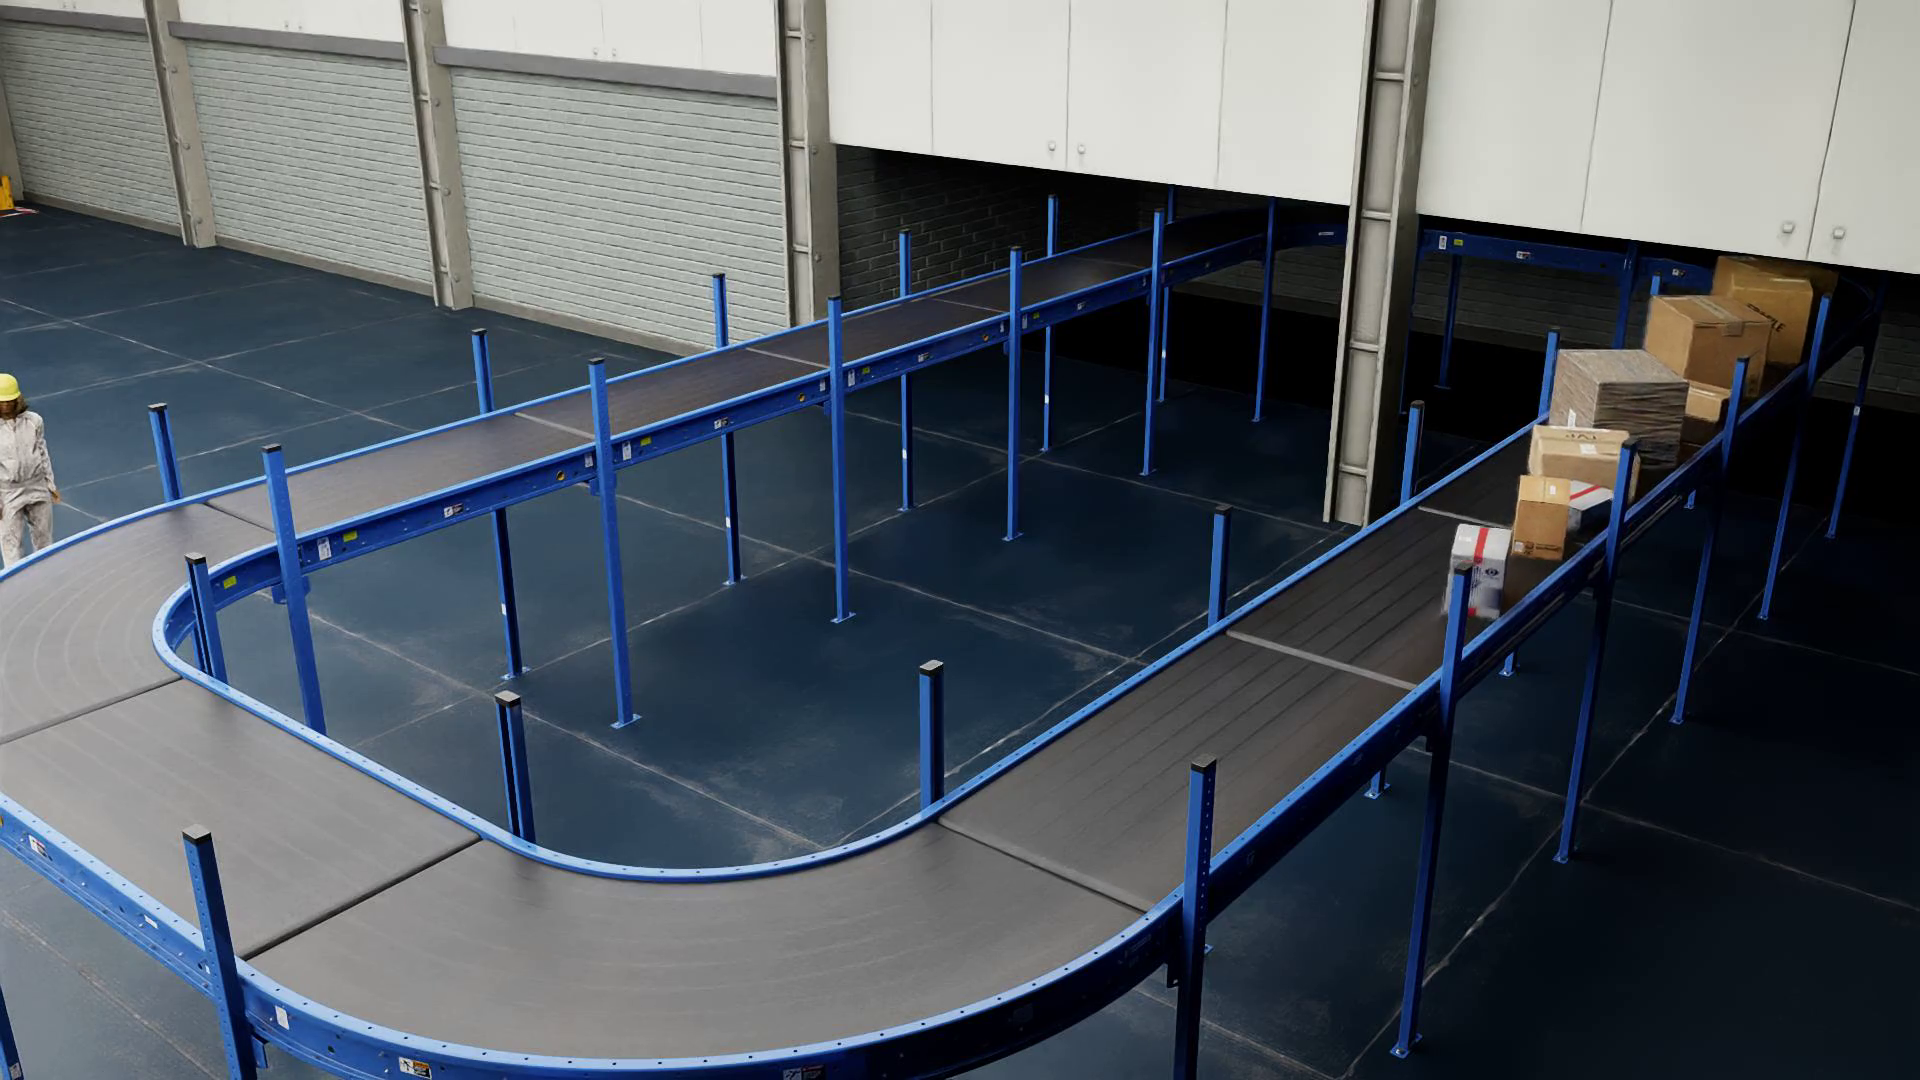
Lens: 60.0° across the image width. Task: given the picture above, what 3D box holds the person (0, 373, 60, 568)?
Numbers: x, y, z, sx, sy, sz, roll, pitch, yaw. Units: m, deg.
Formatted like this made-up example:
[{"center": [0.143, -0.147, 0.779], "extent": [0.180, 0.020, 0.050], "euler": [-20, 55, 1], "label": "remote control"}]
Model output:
[{"center": [-6.545, -0.326, 11.640], "extent": [0.313, 1.741, 0.487], "euler": [12, 25, 28], "label": "person"}]
